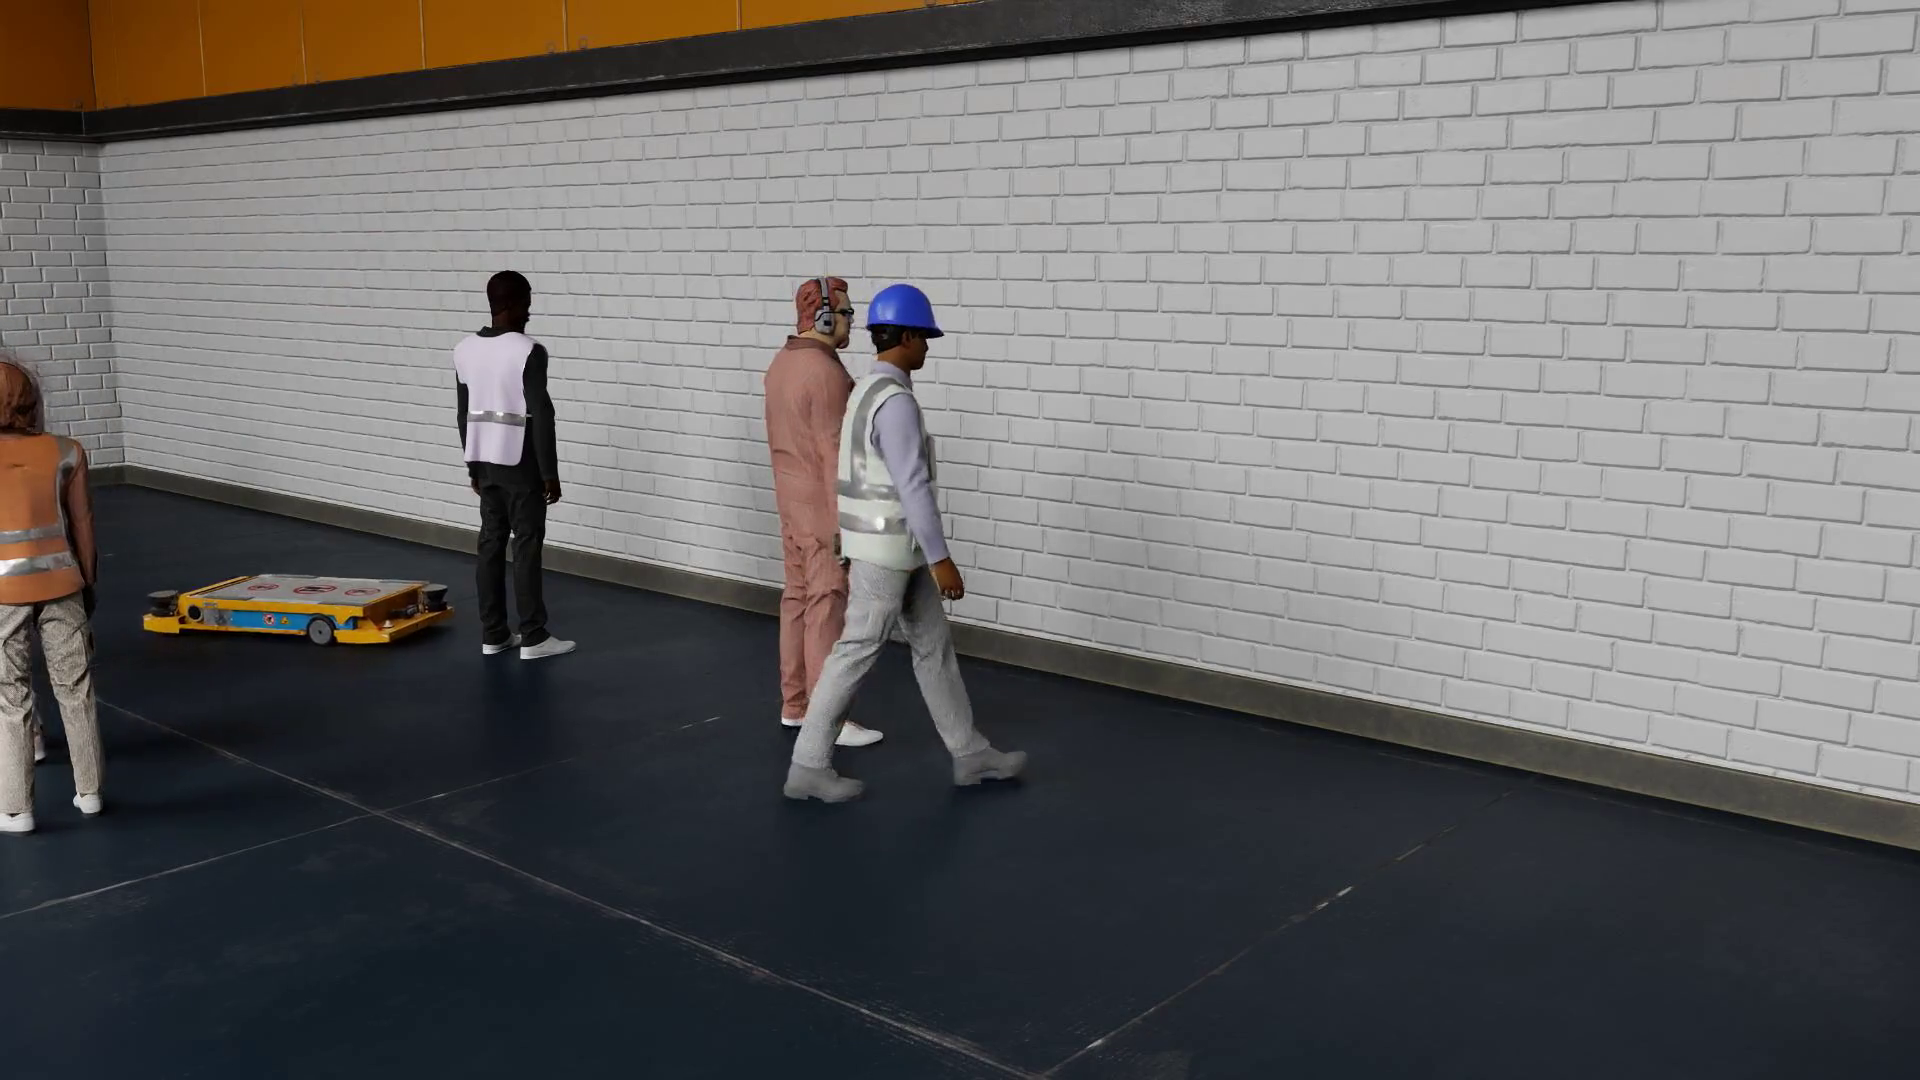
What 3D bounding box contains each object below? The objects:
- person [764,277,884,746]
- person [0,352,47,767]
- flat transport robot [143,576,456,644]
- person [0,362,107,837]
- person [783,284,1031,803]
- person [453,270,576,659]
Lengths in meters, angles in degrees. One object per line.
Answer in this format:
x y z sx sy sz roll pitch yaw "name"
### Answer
-0.551 -0.115 6.815 0.407 1.906 0.655 -5 11 -26 "person"
-3.848 -0.033 6.429 0.577 1.877 0.660 1 10 8 "person"
-3.490 0.352 8.811 1.431 0.197 0.652 2 10 13 "flat transport robot"
-3.238 0.204 5.754 0.310 1.642 0.514 8 13 39 "person"
-0.221 0.025 6.082 0.960 1.894 0.609 -1 10 -6 "person"
-2.226 -0.363 8.215 0.587 1.913 0.391 6 11 29 "person"
